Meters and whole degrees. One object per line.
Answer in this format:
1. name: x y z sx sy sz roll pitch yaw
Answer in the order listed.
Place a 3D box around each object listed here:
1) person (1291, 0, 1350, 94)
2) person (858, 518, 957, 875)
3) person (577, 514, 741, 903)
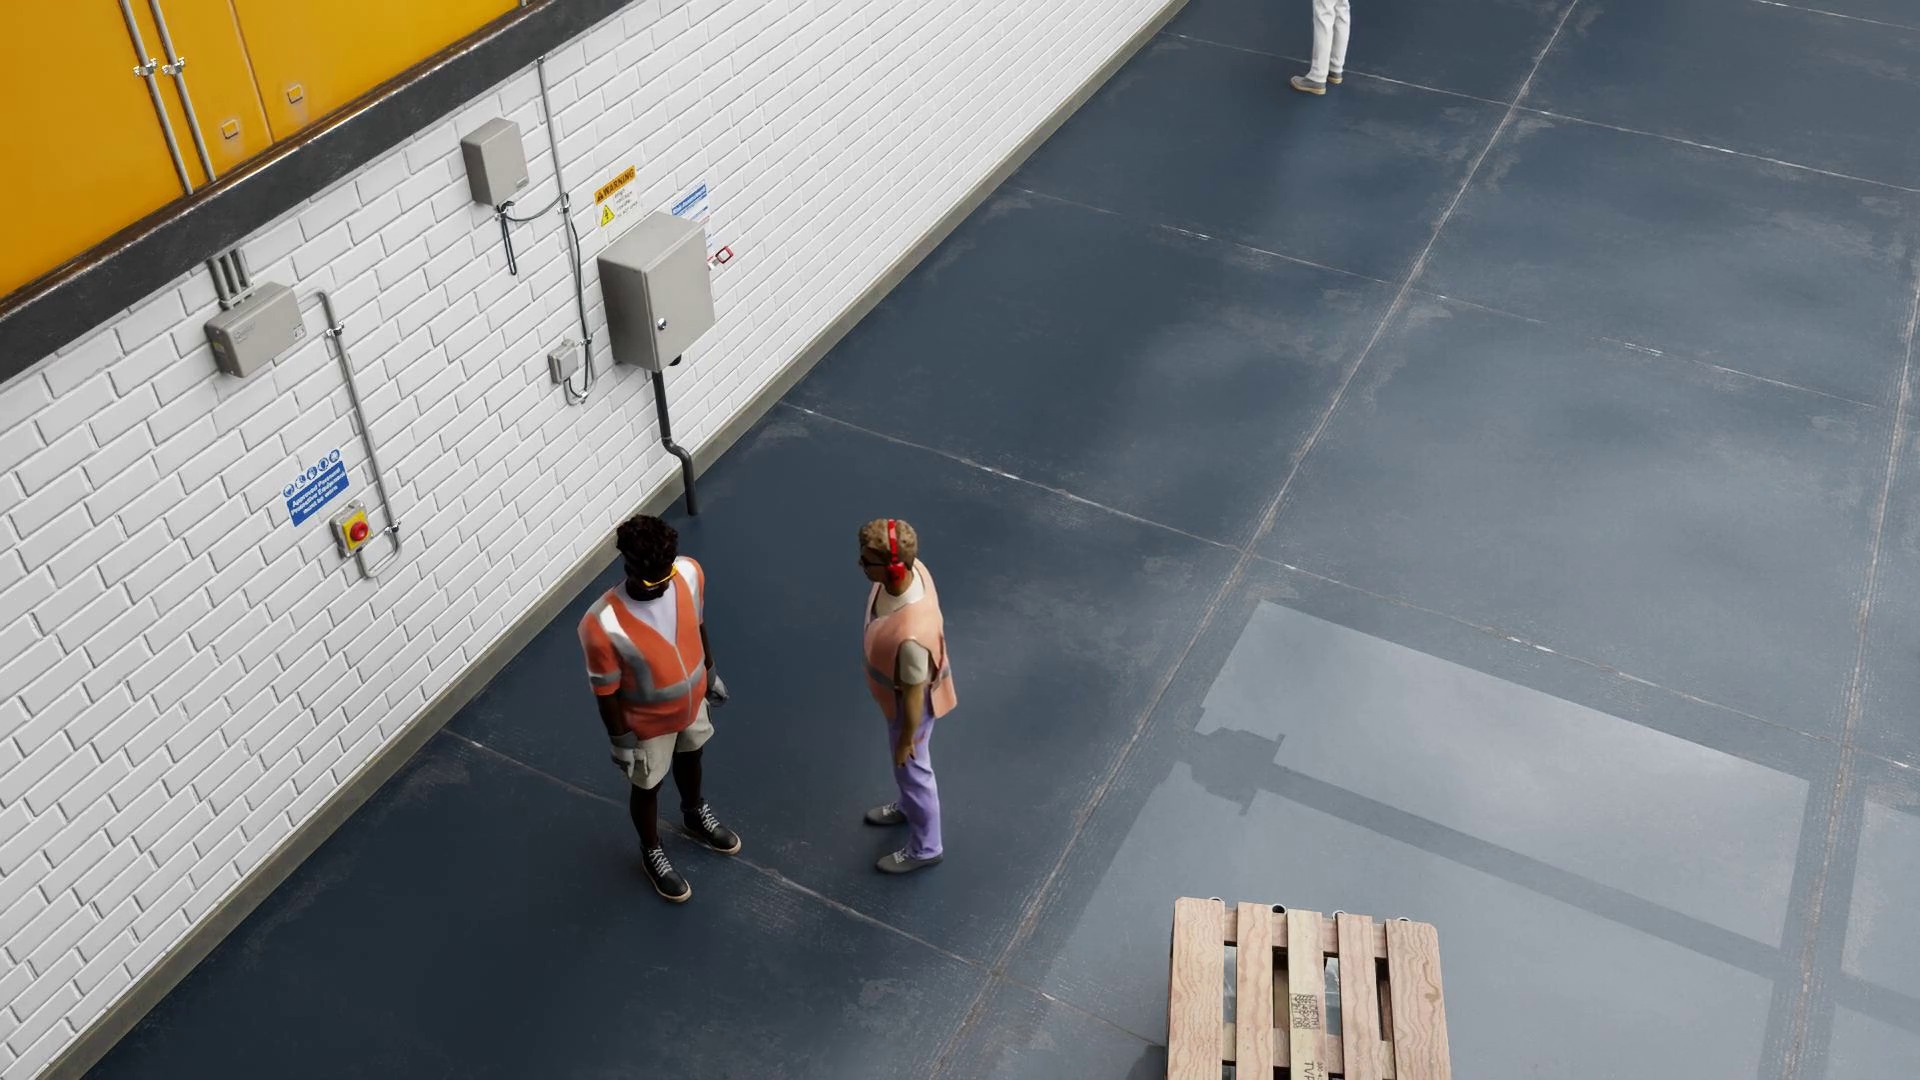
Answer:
1. person: 2.837 -4.330 12.622 0.350 1.881 0.575 33 51 32
2. person: -0.219 0.644 6.894 0.393 1.840 0.564 -6 41 -7
3. person: -1.201 0.668 6.771 0.375 1.958 0.603 28 48 28
